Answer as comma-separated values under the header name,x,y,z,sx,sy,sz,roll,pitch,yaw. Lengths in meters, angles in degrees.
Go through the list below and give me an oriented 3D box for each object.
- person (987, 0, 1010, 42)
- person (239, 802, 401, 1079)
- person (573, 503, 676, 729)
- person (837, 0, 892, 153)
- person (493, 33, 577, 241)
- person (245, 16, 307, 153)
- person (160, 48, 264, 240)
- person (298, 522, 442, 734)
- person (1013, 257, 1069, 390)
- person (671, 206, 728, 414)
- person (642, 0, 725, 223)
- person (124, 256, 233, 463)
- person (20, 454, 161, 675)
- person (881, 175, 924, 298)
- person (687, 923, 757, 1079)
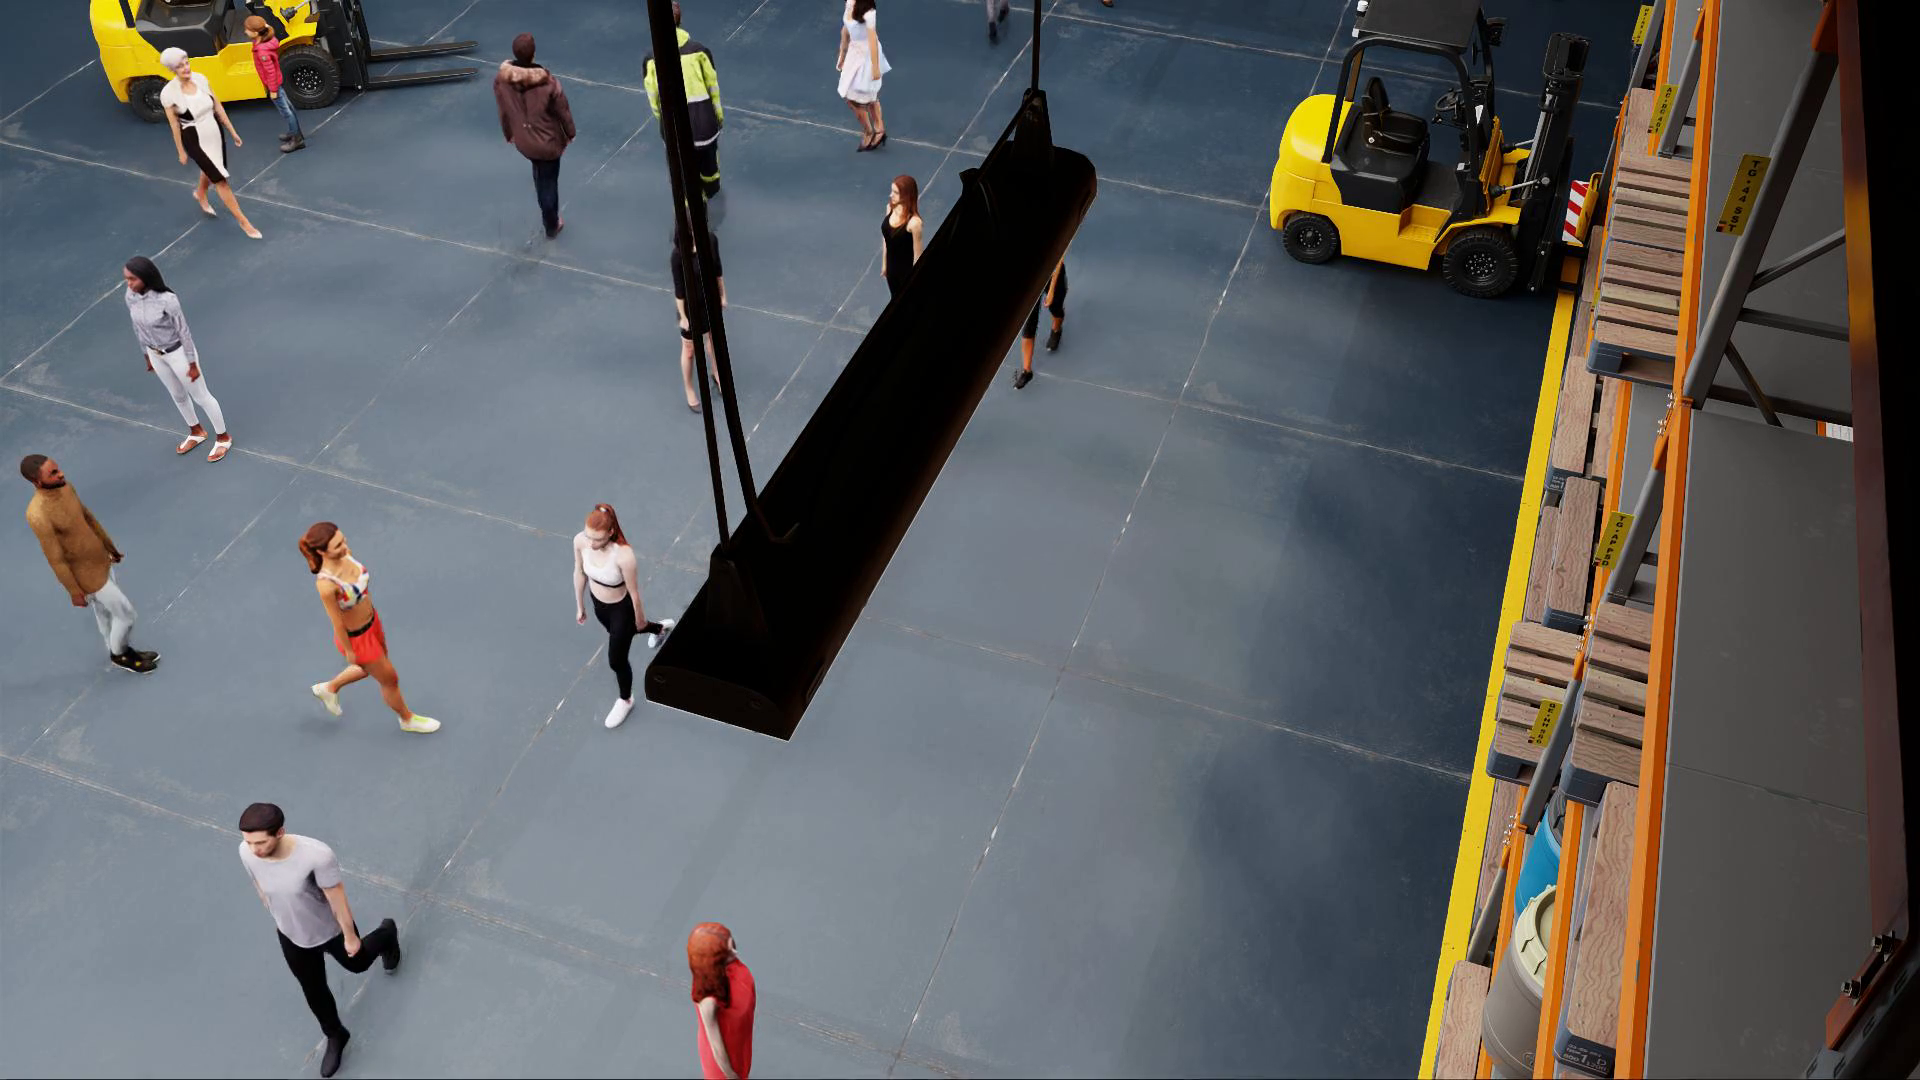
name,x,y,z,sx,sy,sz,roll,pitch,yaw
person,0.372,-5.772,17.150,0.569,1.237,0.928,8,44,9
person,-3.296,1.950,8.645,0.883,1.787,1.169,2,44,2
person,-2.110,0.379,10.337,0.742,1.729,1.083,27,50,26
person,-0.794,-4.385,15.294,0.961,1.790,0.904,-15,46,-15
person,-3.641,-3.395,14.225,0.832,1.831,0.837,7,44,7
person,-6.385,-4.274,15.520,0.656,1.317,0.578,-11,45,-11
person,-6.586,-3.446,14.366,0.818,1.711,1.084,21,48,21
person,-3.724,0.564,10.111,0.822,1.773,1.007,3,44,3
person,0.690,-2.055,12.970,0.611,1.621,1.104,17,46,17
person,-1.963,-1.750,12.523,0.626,1.797,0.730,-31,52,-28
person,-2.348,-3.583,14.355,1.137,1.923,1.265,-6,44,-6
person,-5.739,-1.331,12.135,0.586,1.724,0.489,14,45,14
person,-5.598,0.180,10.488,0.815,1.809,0.692,-5,44,-5
person,-0.421,-2.081,12.922,0.670,1.726,0.650,-28,50,-27
person,-1.143,2.430,8.113,0.719,1.828,0.565,0,44,0
